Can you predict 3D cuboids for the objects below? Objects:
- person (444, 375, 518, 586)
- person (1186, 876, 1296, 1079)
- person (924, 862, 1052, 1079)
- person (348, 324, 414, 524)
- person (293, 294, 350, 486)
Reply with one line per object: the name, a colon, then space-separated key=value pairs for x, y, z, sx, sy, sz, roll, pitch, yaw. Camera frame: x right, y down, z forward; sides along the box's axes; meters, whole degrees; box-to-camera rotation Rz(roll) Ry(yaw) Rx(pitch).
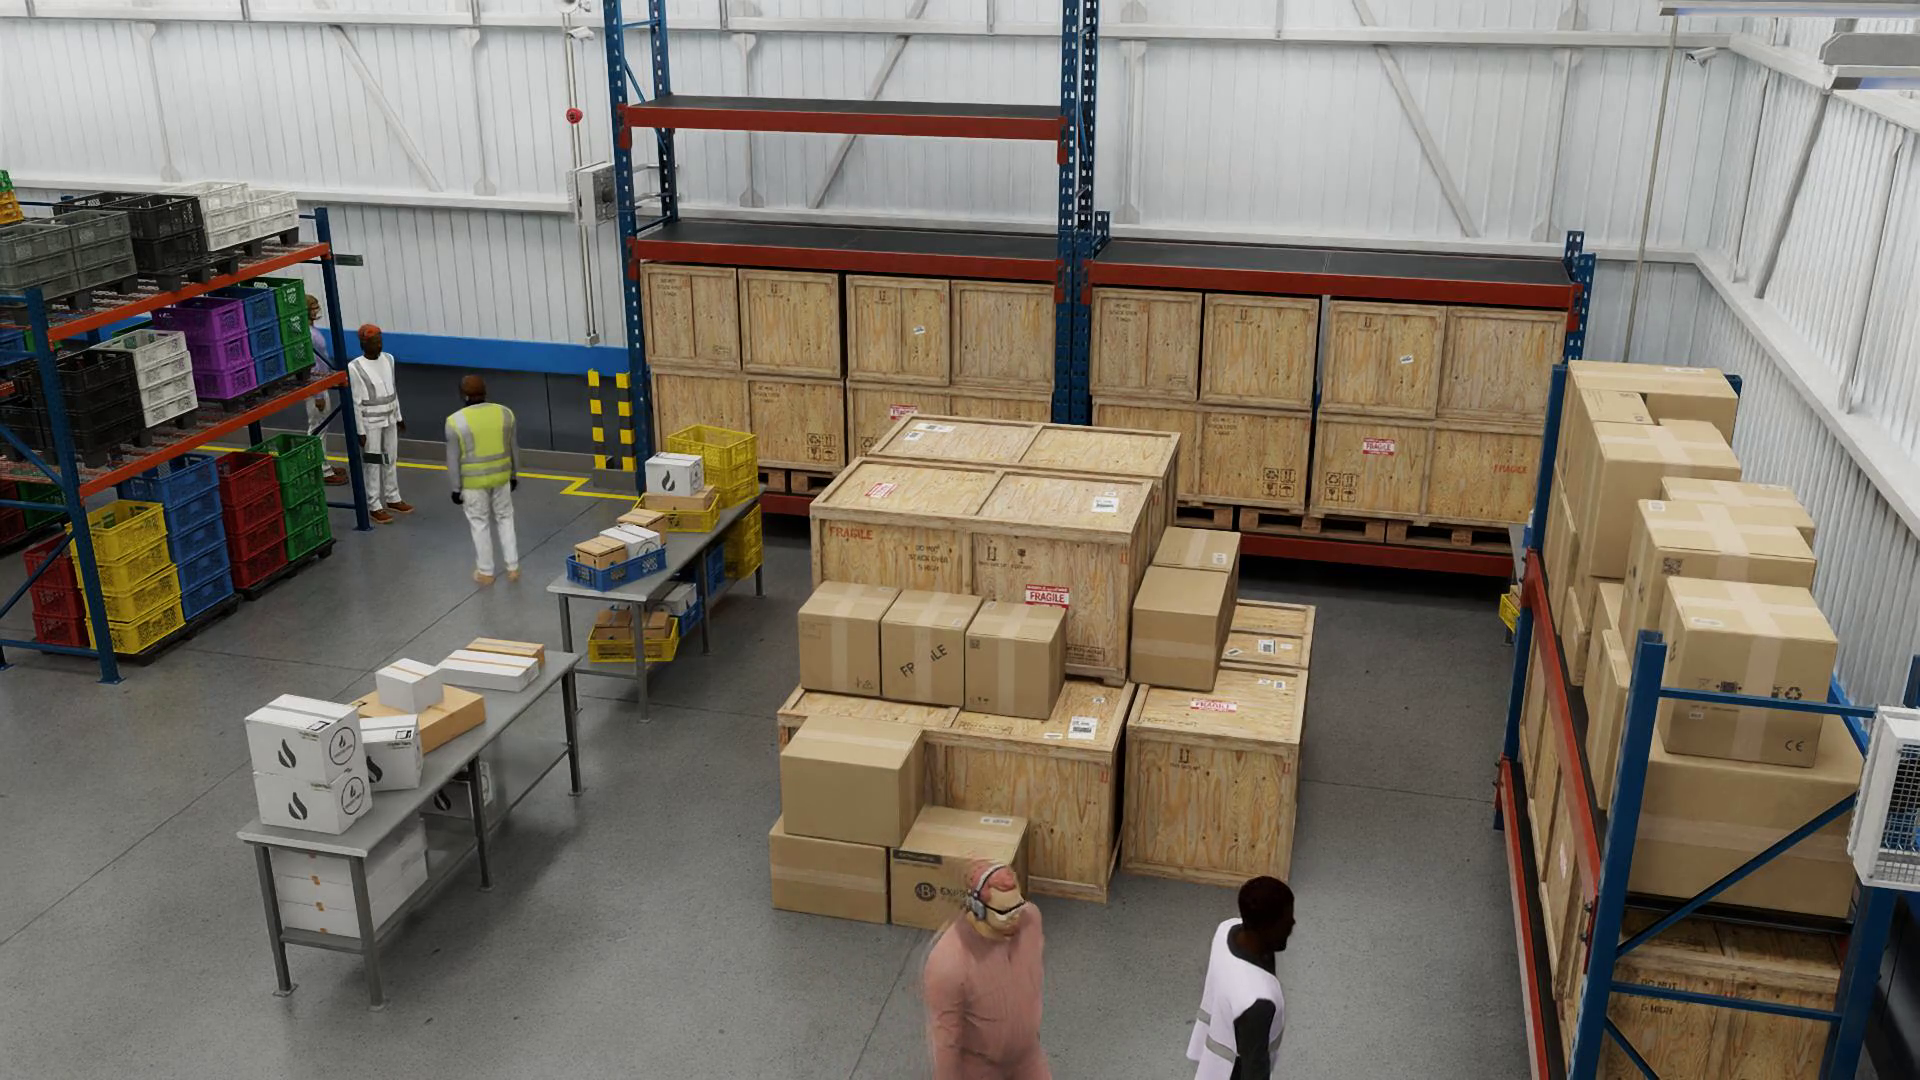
person: x=-4.057 y=-0.505 z=14.180 sx=0.636 sy=1.824 sz=0.433 roll=-16 pitch=26 yaw=-37
person: x=1.145 y=2.232 z=6.899 sx=0.389 sy=1.910 sz=0.585 roll=-1 pitch=21 yaw=-3
person: x=0.181 y=2.203 z=6.995 sx=0.669 sy=1.885 sz=0.589 roll=-18 pitch=27 yaw=-39
person: x=-5.468 y=-1.104 z=15.655 sx=0.339 sy=1.880 sz=0.584 roll=9 pitch=23 yaw=23
person: x=-6.435 y=-1.509 z=16.638 sx=0.372 sy=1.940 sz=0.631 roll=-9 pitch=23 yaw=-21
